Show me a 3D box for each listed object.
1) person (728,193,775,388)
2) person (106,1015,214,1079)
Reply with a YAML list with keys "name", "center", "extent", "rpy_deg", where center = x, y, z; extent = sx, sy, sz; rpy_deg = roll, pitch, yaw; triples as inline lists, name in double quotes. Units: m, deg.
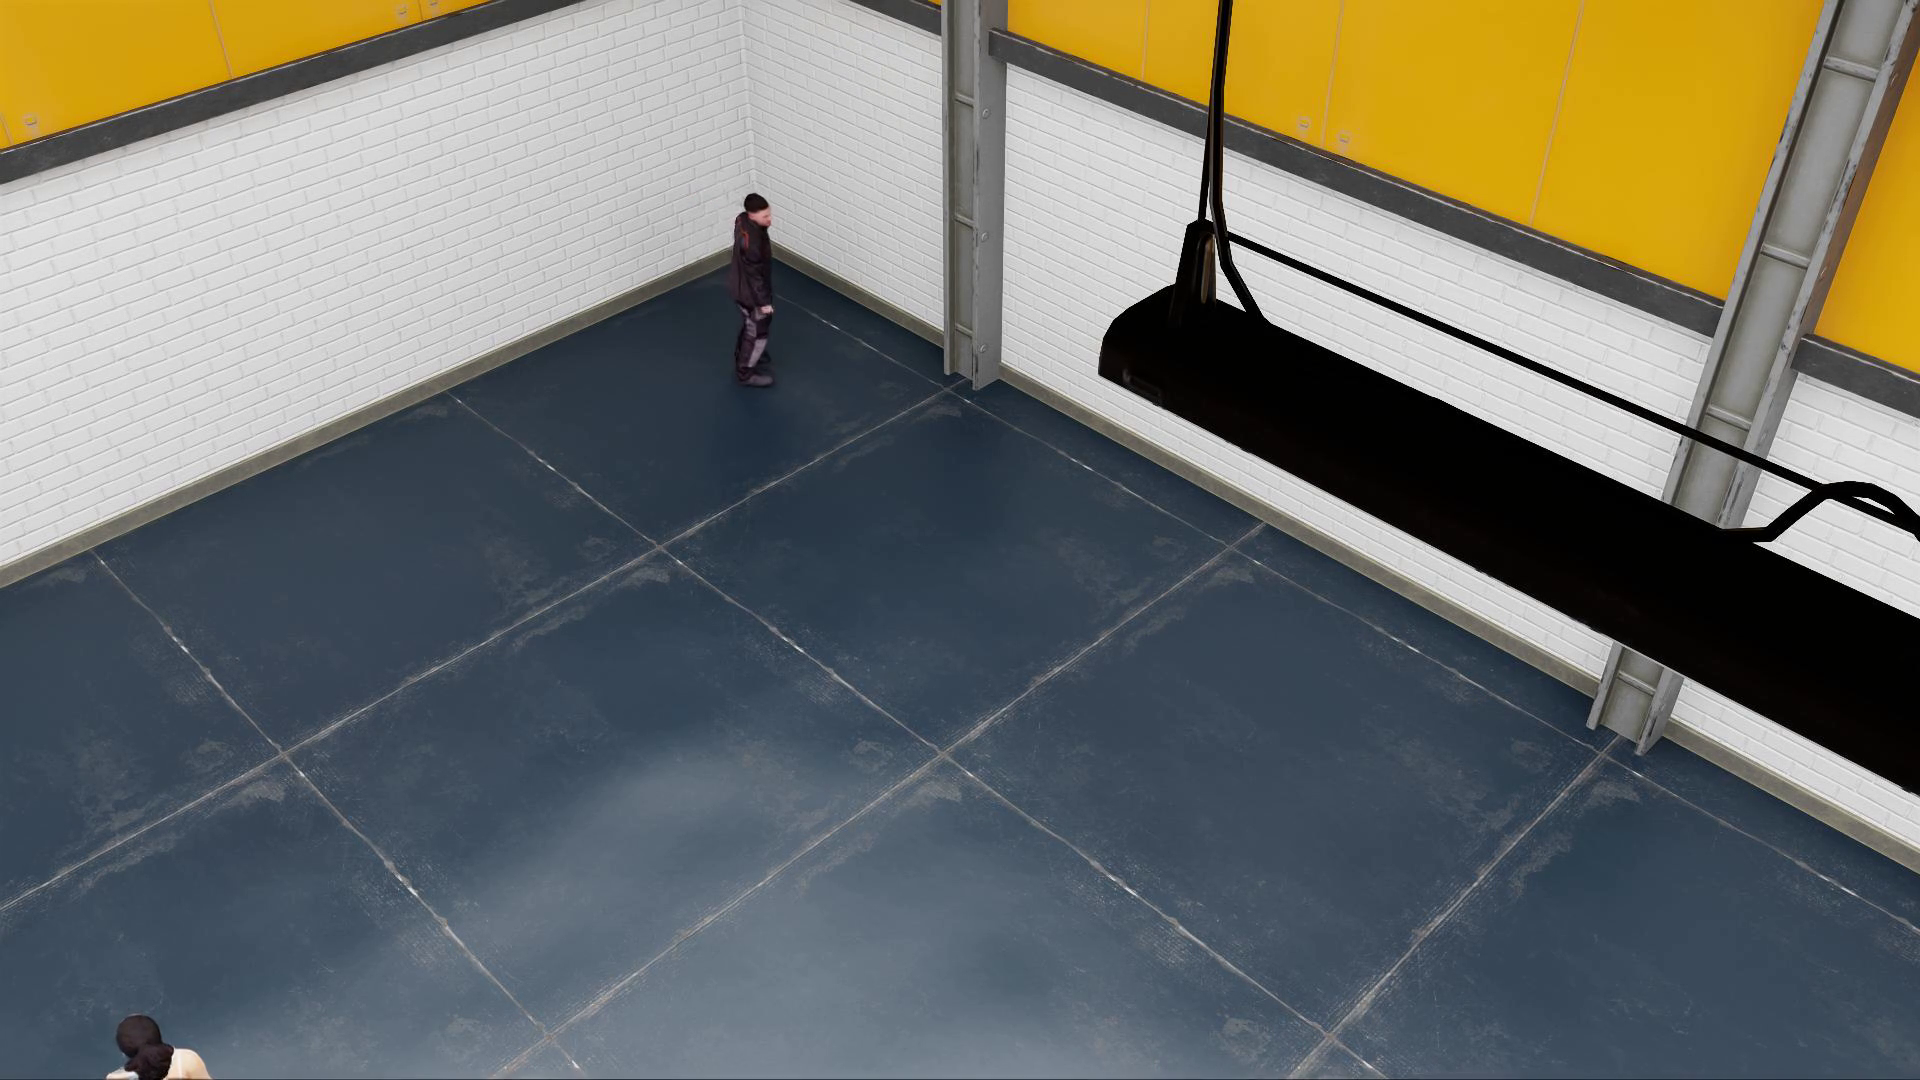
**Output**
- name: "person"
  center: [-1.726, -2.043, 13.527]
  extent: [0.959, 1.805, 0.836]
  rpy_deg: [-15, 41, -18]
- name: "person"
  center: [-3.528, 2.722, 7.593]
  extent: [0.663, 1.765, 0.687]
  rpy_deg: [-16, 41, -19]
